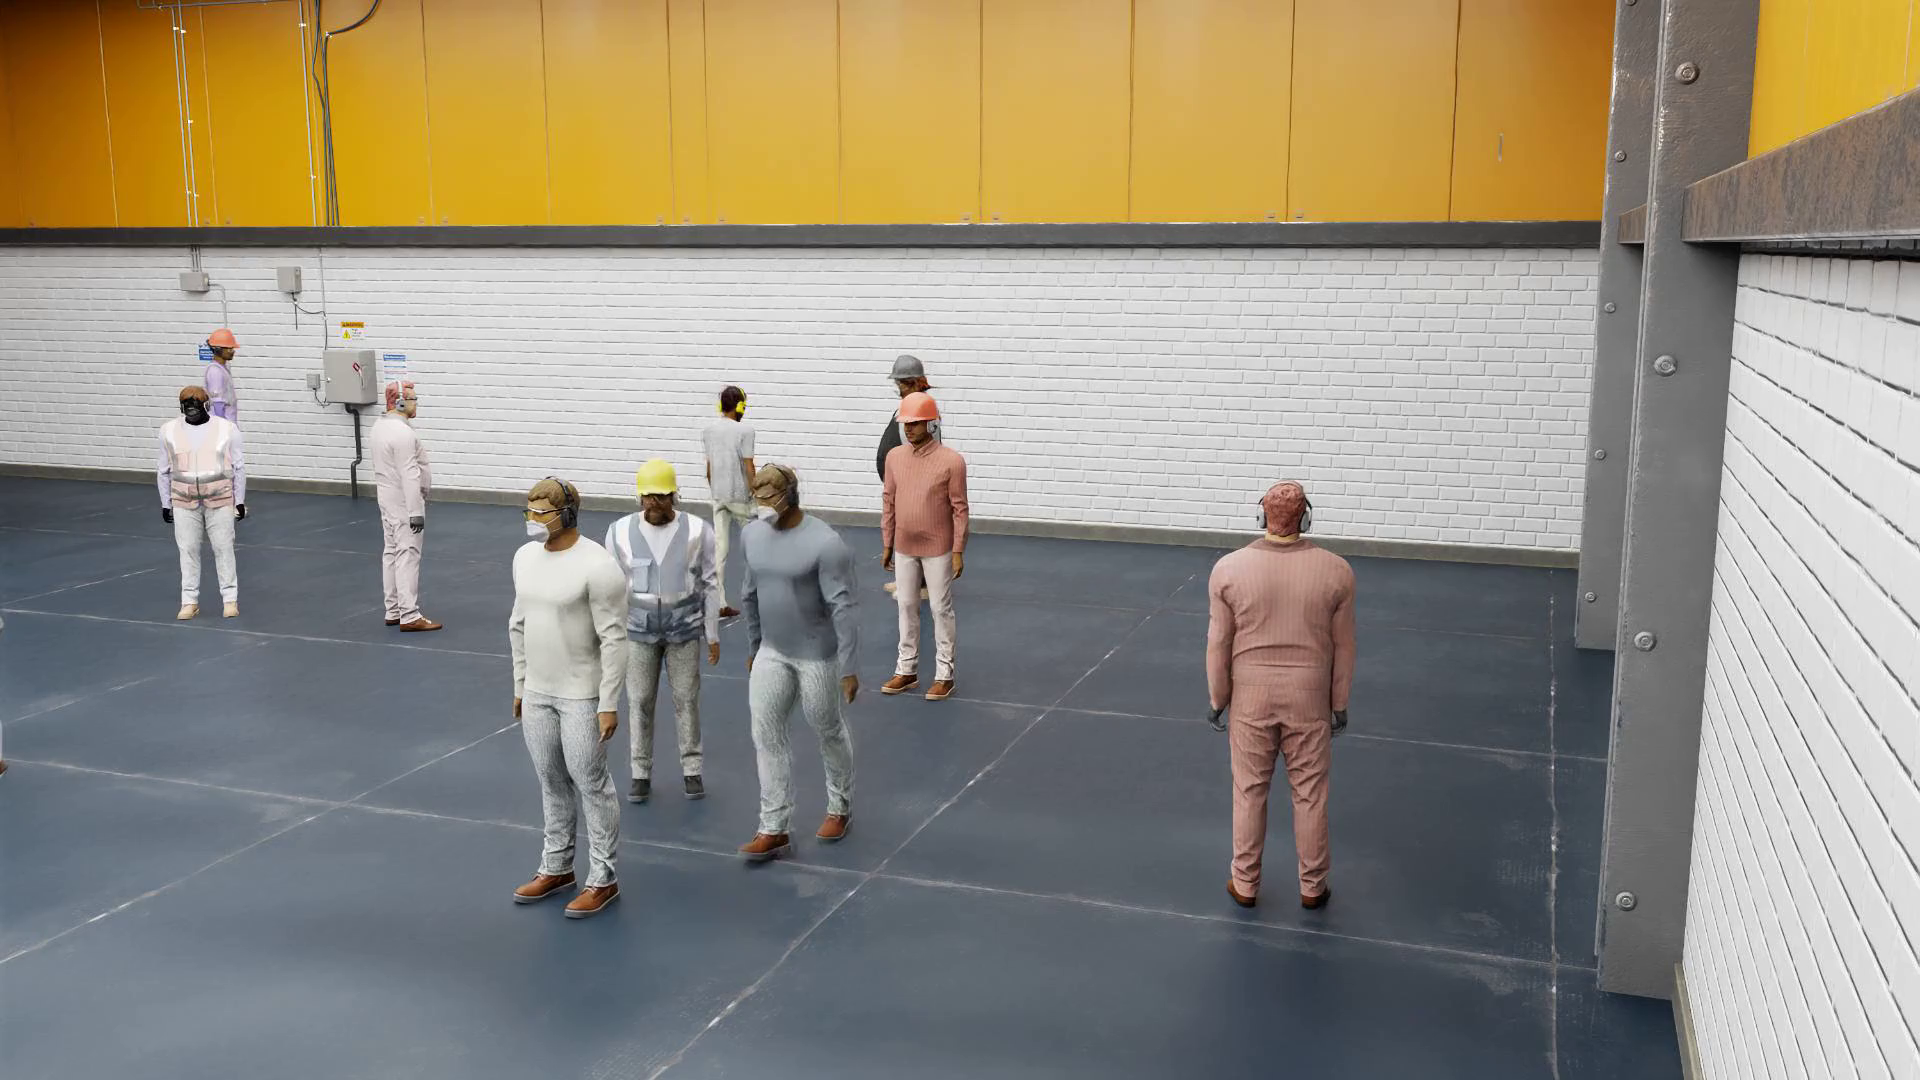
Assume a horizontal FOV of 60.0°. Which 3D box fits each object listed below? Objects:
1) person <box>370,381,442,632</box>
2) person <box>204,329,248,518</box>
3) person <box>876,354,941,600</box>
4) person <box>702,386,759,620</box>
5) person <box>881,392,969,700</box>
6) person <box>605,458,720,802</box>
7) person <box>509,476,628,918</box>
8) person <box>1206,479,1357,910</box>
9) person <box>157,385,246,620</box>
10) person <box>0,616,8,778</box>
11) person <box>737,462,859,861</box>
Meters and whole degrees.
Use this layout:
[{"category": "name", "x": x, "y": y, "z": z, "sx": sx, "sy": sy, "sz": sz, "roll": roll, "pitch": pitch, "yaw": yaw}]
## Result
[{"category": "person", "x": -4.216, "y": -0.259, "z": 12.660, "sx": 0.403, "sy": 1.906, "sz": 0.651, "roll": -8, "pitch": 13, "yaw": -37}, {"category": "person", "x": -7.892, "y": -1.249, "z": 17.890, "sx": 0.418, "sy": 2.035, "sz": 0.617, "roll": -4, "pitch": 11, "yaw": -21}, {"category": "person", "x": -0.425, "y": -0.521, "z": 13.756, "sx": 0.537, "sy": 2.000, "sz": 0.694, "roll": -2, "pitch": 10, "yaw": -9}, {"category": "person", "x": -1.744, "y": -0.309, "z": 13.210, "sx": 0.586, "sy": 1.808, "sz": 0.926, "roll": 4, "pitch": 11, "yaw": 23}, {"category": "person", "x": -0.247, "y": 0.040, "z": 10.724, "sx": 0.622, "sy": 1.992, "sz": 0.397, "roll": 6, "pitch": 12, "yaw": 29}, {"category": "person", "x": -1.565, "y": 0.477, "z": 8.756, "sx": 0.606, "sy": 1.824, "sz": 0.416, "roll": -1, "pitch": 10, "yaw": -7}, {"category": "person", "x": -1.729, "y": 0.678, "z": 7.289, "sx": 0.635, "sy": 1.938, "sz": 0.359, "roll": 6, "pitch": 12, "yaw": 32}, {"category": "person", "x": 1.409, "y": 0.685, "z": 7.341, "sx": 0.643, "sy": 1.910, "sz": 0.400, "roll": 2, "pitch": 10, "yaw": 10}, {"category": "person", "x": -5.937, "y": -0.294, "z": 13.039, "sx": 0.633, "sy": 1.841, "sz": 0.429, "roll": -3, "pitch": 10, "yaw": -16}, {"category": "person", "x": -5.486, "y": 0.409, "z": 9.000, "sx": 0.535, "sy": 1.868, "sz": 0.309, "roll": -8, "pitch": 13, "yaw": -39}, {"category": "person", "x": -0.798, "y": 0.580, "z": 7.935, "sx": 0.763, "sy": 1.893, "sz": 0.873, "roll": 6, "pitch": 12, "yaw": 30}]
